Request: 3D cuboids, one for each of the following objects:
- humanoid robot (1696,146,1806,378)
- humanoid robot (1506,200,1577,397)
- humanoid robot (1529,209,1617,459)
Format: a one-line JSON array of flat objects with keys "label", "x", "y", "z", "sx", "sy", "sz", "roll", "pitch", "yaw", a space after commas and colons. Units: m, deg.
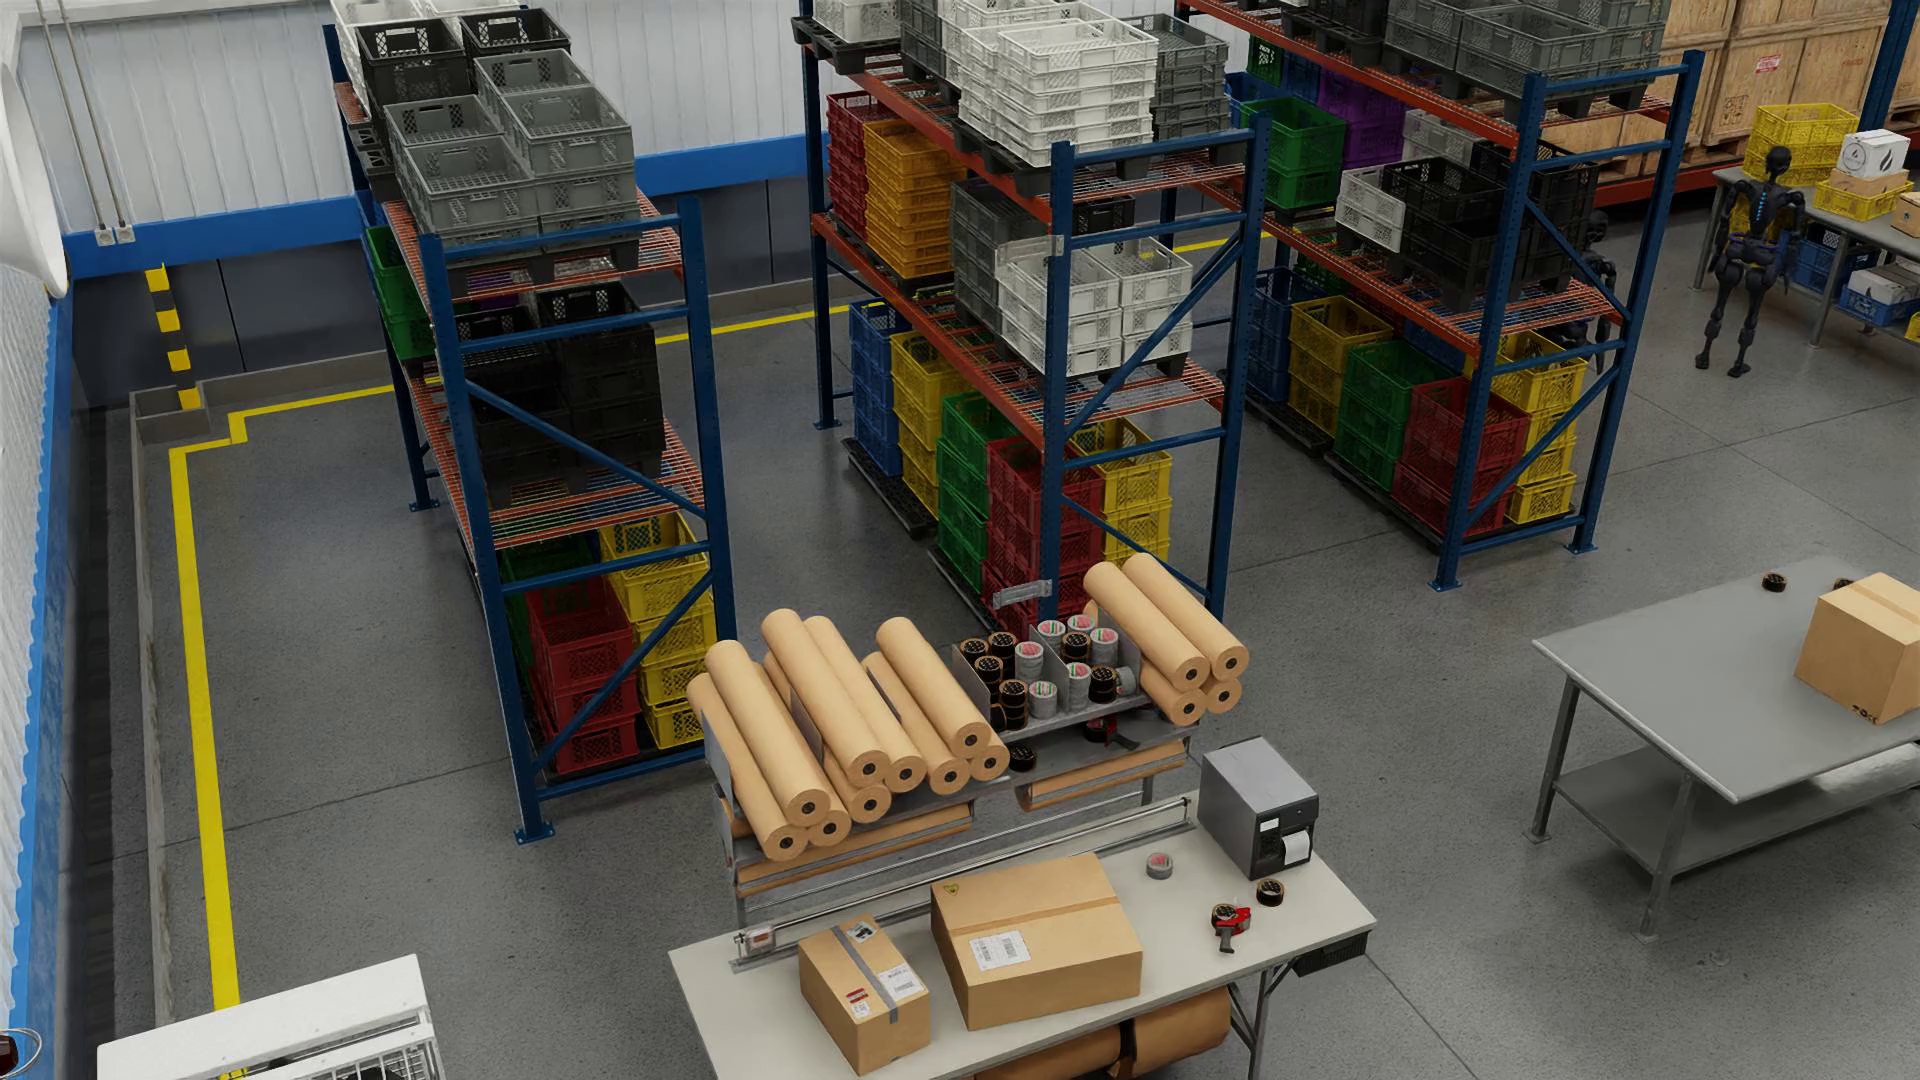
[{"label": "humanoid robot", "x": 5.648, "y": -1.993, "z": 11.856, "sx": 0.570, "sy": 1.651, "sz": 0.360, "roll": 22, "pitch": 38, "yaw": 32}, {"label": "humanoid robot", "x": 3.856, "y": -1.562, "z": 11.162, "sx": 0.334, "sy": 1.651, "sz": 0.579, "roll": 28, "pitch": 41, "yaw": 37}, {"label": "humanoid robot", "x": 3.944, "y": -1.348, "z": 10.816, "sx": 0.323, "sy": 1.651, "sz": 0.570, "roll": -19, "pitch": 36, "yaw": -28}]
